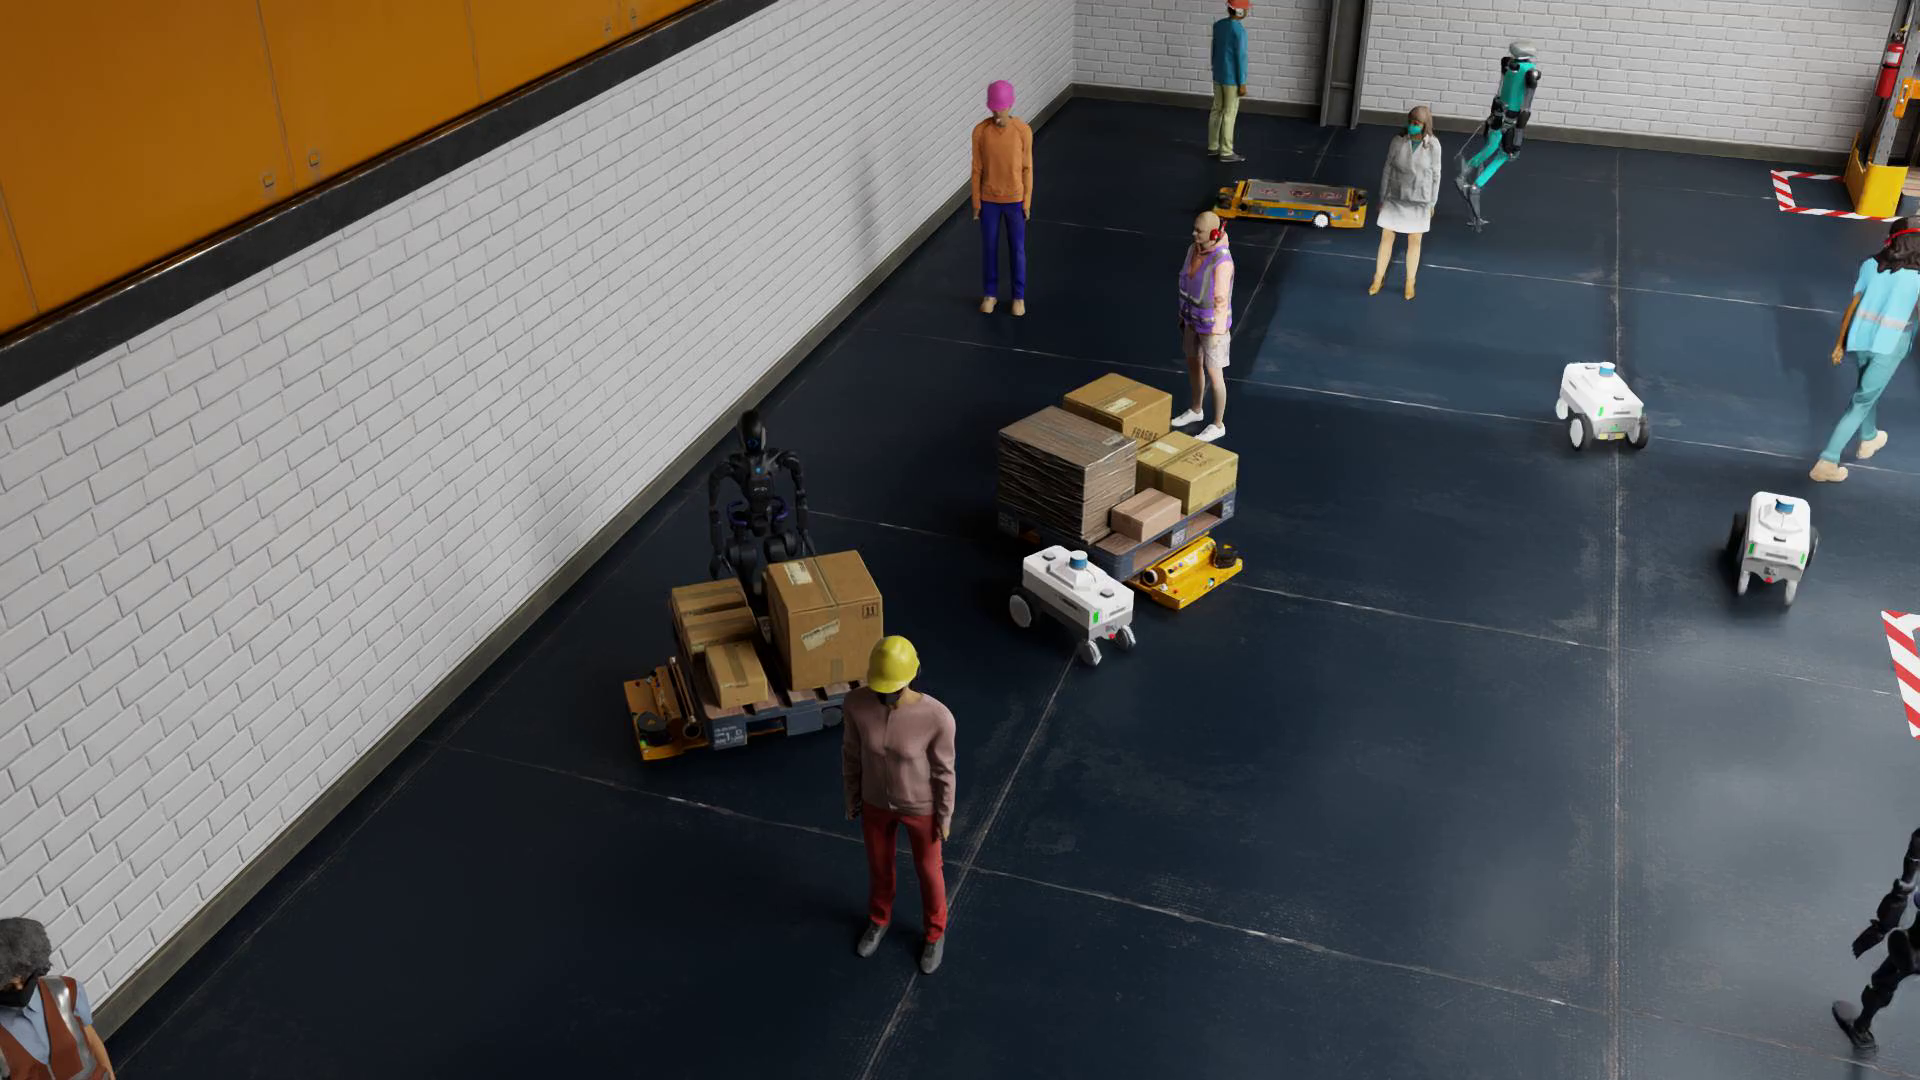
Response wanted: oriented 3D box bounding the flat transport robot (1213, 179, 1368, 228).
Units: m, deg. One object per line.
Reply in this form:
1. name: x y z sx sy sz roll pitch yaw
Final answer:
1. flat transport robot: 3.226 -3.278 16.203 1.431 0.231 0.659 7 31 13

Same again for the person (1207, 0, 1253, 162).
1. person: 2.848 -4.865 17.441 0.342 1.745 0.571 -13 33 -21

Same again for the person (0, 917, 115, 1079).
1. person: -3.156 2.004 5.810 0.313 1.690 0.433 24 38 34

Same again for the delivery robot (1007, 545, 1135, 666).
1. delivery robot: 0.685 0.329 9.760 0.499 0.570 0.750 -21 36 -32

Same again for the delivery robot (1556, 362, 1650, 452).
1. delivery robot: 4.631 -0.982 12.018 0.499 0.599 0.784 -2 31 -3

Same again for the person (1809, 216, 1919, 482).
1. person: 6.262 -1.295 11.303 0.961 1.817 0.525 -16 34 -25

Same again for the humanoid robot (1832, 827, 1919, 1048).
1. humanoid robot: 3.939 1.578 6.601 0.597 1.639 0.777 -1 30 -2

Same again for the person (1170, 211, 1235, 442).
1. person: 1.737 -1.524 11.821 0.353 1.685 0.486 -15 34 -24

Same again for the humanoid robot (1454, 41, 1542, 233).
1. humanoid robot: 4.921 -3.715 15.537 0.713 1.822 0.544 -8 31 -13

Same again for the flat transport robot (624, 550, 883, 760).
1. flat transport robot: -1.099 0.833 9.208 1.431 0.231 0.659 -10 32 -16

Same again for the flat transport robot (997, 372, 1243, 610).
1. flat transport robot: 1.032 -0.006 10.636 1.431 0.231 0.659 26 39 37

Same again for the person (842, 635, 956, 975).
1. person: -0.267 1.148 7.206 0.519 1.758 0.345 10 32 16

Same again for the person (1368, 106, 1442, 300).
1. person: 3.793 -2.855 14.106 0.485 1.660 0.342 11 32 19

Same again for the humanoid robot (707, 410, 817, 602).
1. humanoid robot: -1.101 -0.013 9.263 0.610 1.635 0.398 -9 32 -15

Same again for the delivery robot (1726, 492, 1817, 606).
1. delivery robot: 5.067 0.009 10.346 0.499 0.612 0.815 13 33 21

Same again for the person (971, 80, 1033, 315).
1. person: 0.340 -2.825 13.760 0.515 1.972 0.403 4 31 6
